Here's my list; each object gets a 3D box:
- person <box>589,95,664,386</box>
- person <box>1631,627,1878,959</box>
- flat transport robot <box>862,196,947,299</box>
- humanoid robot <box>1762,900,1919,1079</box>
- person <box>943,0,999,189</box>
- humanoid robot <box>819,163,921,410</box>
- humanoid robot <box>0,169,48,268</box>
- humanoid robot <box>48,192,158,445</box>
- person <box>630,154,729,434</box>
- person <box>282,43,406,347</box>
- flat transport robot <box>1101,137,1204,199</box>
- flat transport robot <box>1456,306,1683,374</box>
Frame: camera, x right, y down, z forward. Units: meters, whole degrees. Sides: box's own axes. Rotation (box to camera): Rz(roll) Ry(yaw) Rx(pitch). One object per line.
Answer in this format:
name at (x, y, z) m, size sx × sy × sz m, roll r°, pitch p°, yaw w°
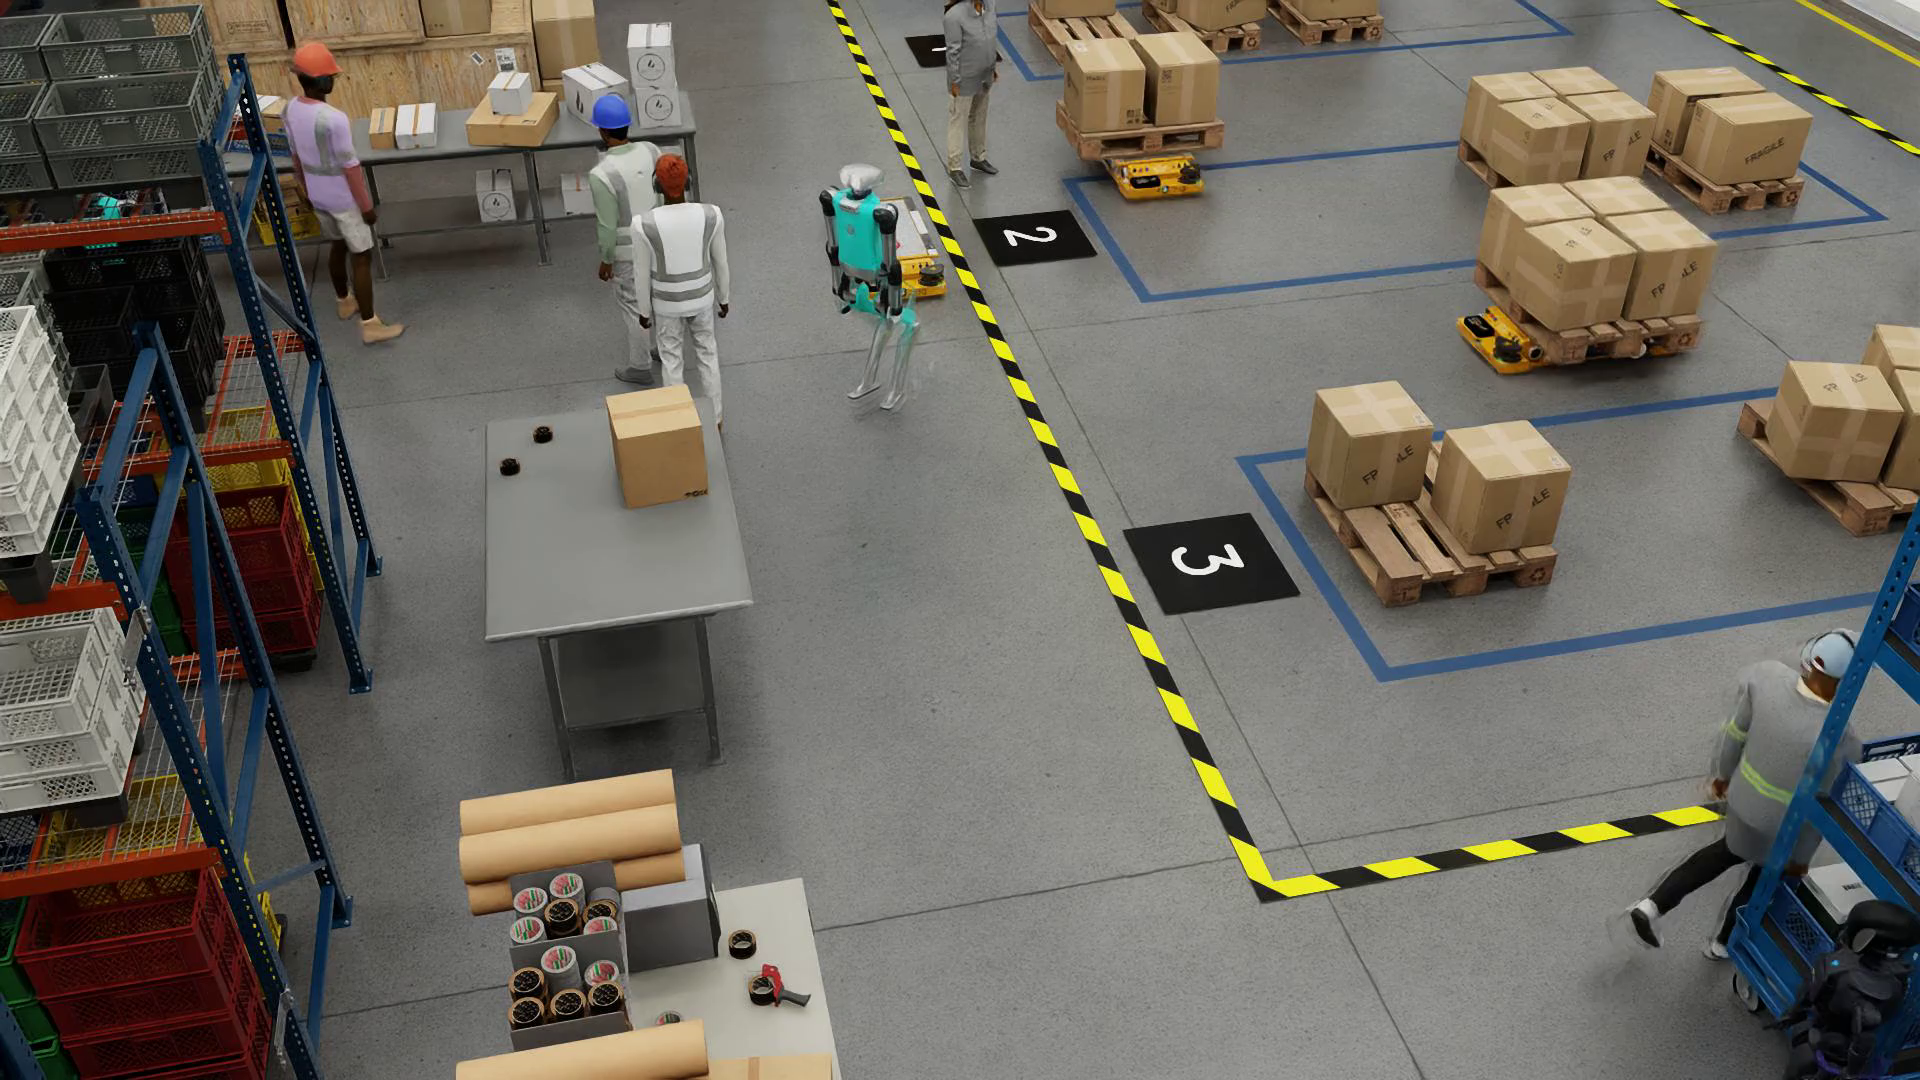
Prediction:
person at (-2.124, -1.923, 10.732) m, size 0.400 × 1.945 × 0.613 m, roll 19°, pitch 41°, yaw 24°
person at (3.249, 1.093, 6.779) m, size 0.615 × 1.832 × 0.586 m, roll -10°, pitch 38°, yaw -13°
flat transport robot at (-0.570, -2.220, 12.538) m, size 0.659 × 0.231 × 1.431 m, roll -8°, pitch 37°, yaw -10°
humanoid robot at (3.067, 1.857, 5.873) m, size 0.374 × 1.644 × 0.603 m, roll 11°, pitch 38°, yaw 15°
person at (0.081, -3.730, 13.308) m, size 0.397 × 1.769 × 0.570 m, roll 27°, pitch 44°, yaw 31°
humanoid robot at (-0.473, -1.636, 10.410) m, size 0.533 × 1.676 × 0.735 m, roll 22°, pitch 42°, yaw 26°
humanoid robot at (-6.064, -1.955, 10.998) m, size 0.606 × 1.641 × 0.389 m, roll -4°, pitch 37°, yaw -6°
humanoid robot at (-5.083, -1.309, 10.002) m, size 0.532 × 1.697 × 0.740 m, roll -4°, pitch 37°, yaw -6°
person at (-1.685, -1.458, 10.168) m, size 0.580 × 1.879 × 0.364 m, roll -15°, pitch 39°, yaw -19°
person at (-4.196, -2.345, 11.246) m, size 0.616 × 2.035 × 0.426 m, roll 24°, pitch 43°, yaw 29°
flat transport robot at (1.497, -3.271, 13.927) m, size 0.652 × 0.197 × 1.431 m, roll -8°, pitch 37°, yaw -10°
flat transport robot at (4.248, -1.472, 11.508) m, size 1.431 × 0.197 × 0.652 m, roll -8°, pitch 37°, yaw -10°
